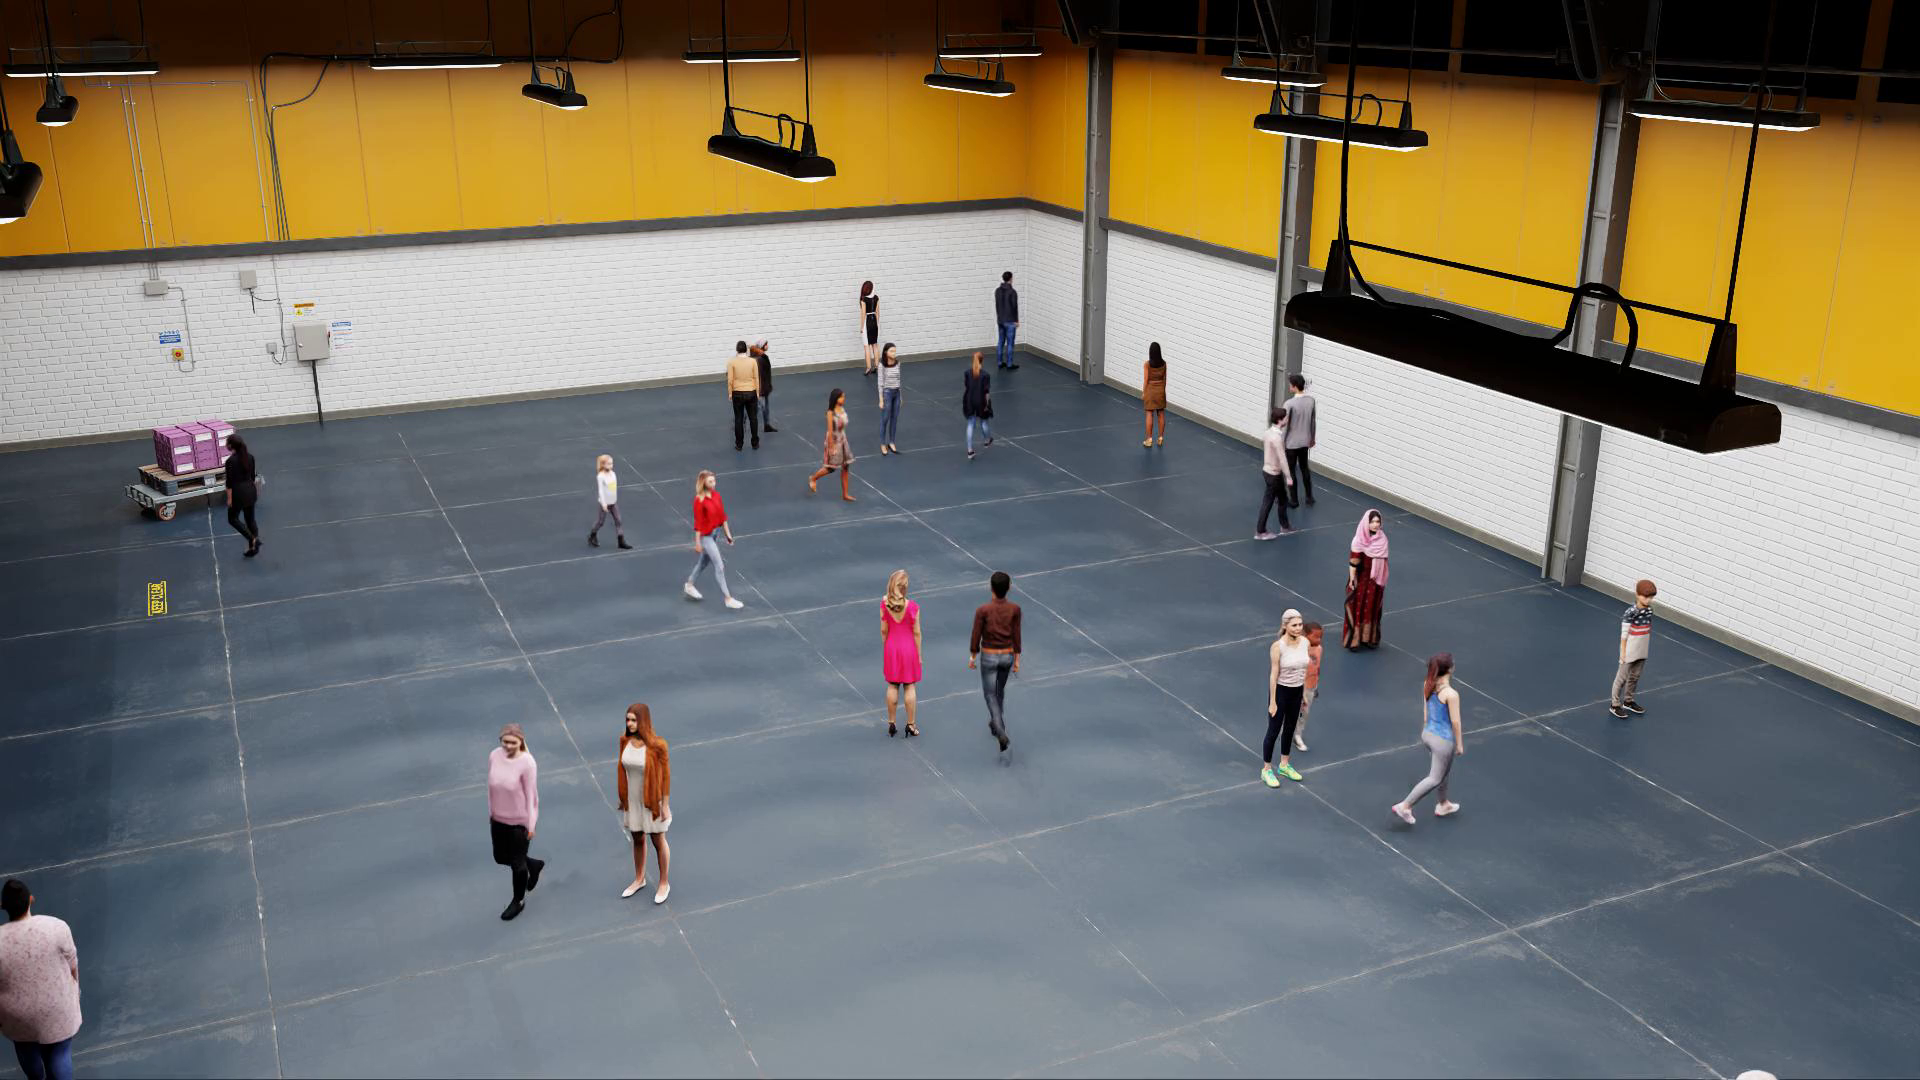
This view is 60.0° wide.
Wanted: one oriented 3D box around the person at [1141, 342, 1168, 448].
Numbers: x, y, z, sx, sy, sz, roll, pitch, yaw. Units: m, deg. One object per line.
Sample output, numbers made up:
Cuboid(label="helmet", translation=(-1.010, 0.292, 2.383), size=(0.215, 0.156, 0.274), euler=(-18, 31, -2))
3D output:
Cuboid(label="person", translation=(3.117, -2.329, 26.594), size=(0.579, 1.684, 0.529), euler=(-6, 20, -18))

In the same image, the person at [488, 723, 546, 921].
Cuboid(label="person", translation=(-3.491, 2.181, 13.226), size=(0.879, 1.668, 0.930), euler=(9, 20, 24))

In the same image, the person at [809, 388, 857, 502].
Cuboid(label="person", translation=(-1.834, -1.360, 23.805), size=(1.097, 1.627, 0.948), euler=(11, 22, 30))

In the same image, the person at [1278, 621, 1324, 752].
Cuboid(label="person", translation=(3.303, 1.384, 16.178), size=(0.551, 1.294, 0.650), euler=(-4, 19, -13))

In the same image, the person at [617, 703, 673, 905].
Cuboid(label="person", translation=(-2.539, 2.088, 13.418), size=(0.715, 1.723, 0.774), euler=(7, 20, 19))

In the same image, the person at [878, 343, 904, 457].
Cuboid(label="person", translation=(-1.096, -2.218, 26.091), size=(0.654, 1.795, 0.608), euler=(-16, 24, -39))

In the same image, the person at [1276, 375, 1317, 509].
Cuboid(label="person", translation=(4.792, -1.391, 23.450), size=(0.904, 1.912, 0.662), euler=(-8, 20, -22))

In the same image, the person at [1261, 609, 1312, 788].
Cuboid(label="person", translation=(3.019, 1.434, 15.391), size=(0.627, 1.702, 0.552), euler=(-11, 21, -29))

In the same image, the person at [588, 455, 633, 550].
Cuboid(label="person", translation=(-4.671, -0.494, 21.799), size=(0.957, 1.266, 0.769), euler=(13, 22, 33))

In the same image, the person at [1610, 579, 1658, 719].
Cuboid(label="person", translation=(6.839, 1.073, 16.868), size=(0.518, 1.443, 0.466), euler=(-9, 21, -25))

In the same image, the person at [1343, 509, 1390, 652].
Cuboid(label="person", translation=(4.519, 0.432, 18.465), size=(0.681, 1.639, 0.627), euler=(-6, 20, -17))

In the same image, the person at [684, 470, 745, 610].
Cuboid(label="person", translation=(-3.036, -0.015, 19.758), size=(1.181, 1.660, 1.067), euler=(9, 21, 24))

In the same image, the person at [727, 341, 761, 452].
Cuboid(label="person", translation=(-3.425, -2.301, 26.403), size=(0.711, 1.752, 0.671), euler=(-4, 19, -10))

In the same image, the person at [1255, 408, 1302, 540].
Cuboid(label="person", translation=(4.094, -0.862, 22.069), size=(0.894, 1.791, 0.923), euler=(-1, 19, -2))

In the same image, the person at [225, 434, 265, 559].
Cuboid(label="person", translation=(-9.137, -0.530, 21.305), size=(0.856, 1.650, 0.795), euler=(9, 21, 25))

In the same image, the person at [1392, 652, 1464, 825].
Cuboid(label="person", translation=(4.152, 1.767, 14.583), size=(0.689, 1.585, 0.929), euler=(-5, 19, -16))

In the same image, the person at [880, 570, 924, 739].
Cuboid(label="person", translation=(-0.582, 1.111, 16.308), size=(0.662, 1.728, 0.716), euler=(6, 19, 17))

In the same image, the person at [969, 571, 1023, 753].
Cuboid(label="person", translation=(0.375, 1.196, 16.023), size=(0.796, 1.750, 1.138), euler=(-5, 19, -14))

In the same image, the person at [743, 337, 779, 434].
Cuboid(label="person", translation=(-3.340, -2.531, 27.295), size=(0.896, 1.619, 0.952), euler=(-1, 19, -3))

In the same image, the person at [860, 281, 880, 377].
Cuboid(label="person", translation=(-1.707, -4.001, 31.385), size=(0.640, 1.795, 0.592), euler=(-16, 24, -39))

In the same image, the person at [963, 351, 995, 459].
Cuboid(label="person", translation=(0.221, -2.077, 25.916), size=(1.090, 1.639, 1.129), euler=(7, 20, 21))

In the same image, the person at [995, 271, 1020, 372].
Cuboid(label="person", translation=(0.874, -4.201, 31.831), size=(0.641, 1.889, 0.797), euler=(18, 25, 42))

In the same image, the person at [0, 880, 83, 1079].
Cuboid(label="person", translation=(-5.945, 3.004, 10.691), size=(0.693, 1.726, 0.809), euler=(-9, 21, -25))
